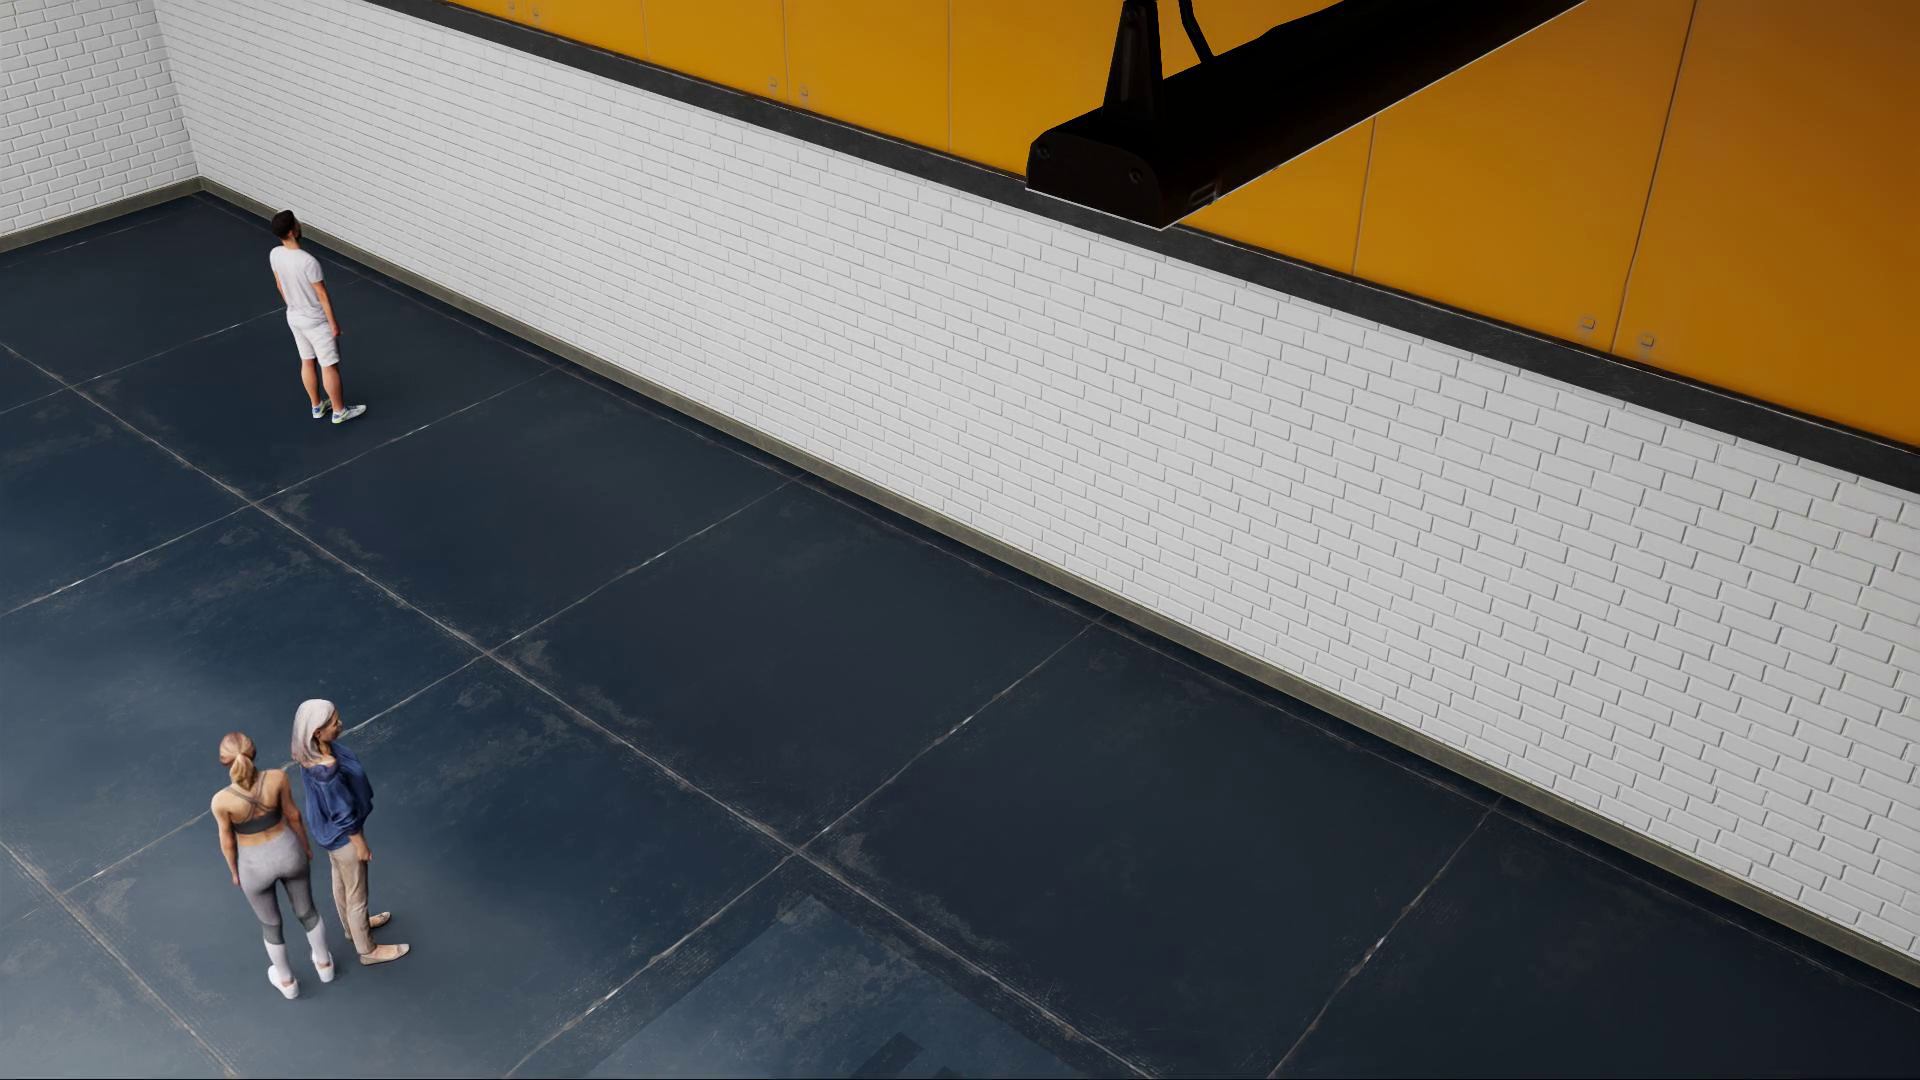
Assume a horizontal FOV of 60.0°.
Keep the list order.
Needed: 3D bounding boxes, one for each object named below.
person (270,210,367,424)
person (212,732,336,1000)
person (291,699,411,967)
[{"bbox_3d":[-5.379,-1.841,13.748,0.727,1.856,0.644,17,37,23],"label":"person"},{"bbox_3d":[-3.544,1.675,8.596,0.523,1.703,0.658,-24,40,-31],"label":"person"},{"bbox_3d":[-3.283,1.539,8.810,0.650,1.703,0.670,-21,39,-28],"label":"person"}]
